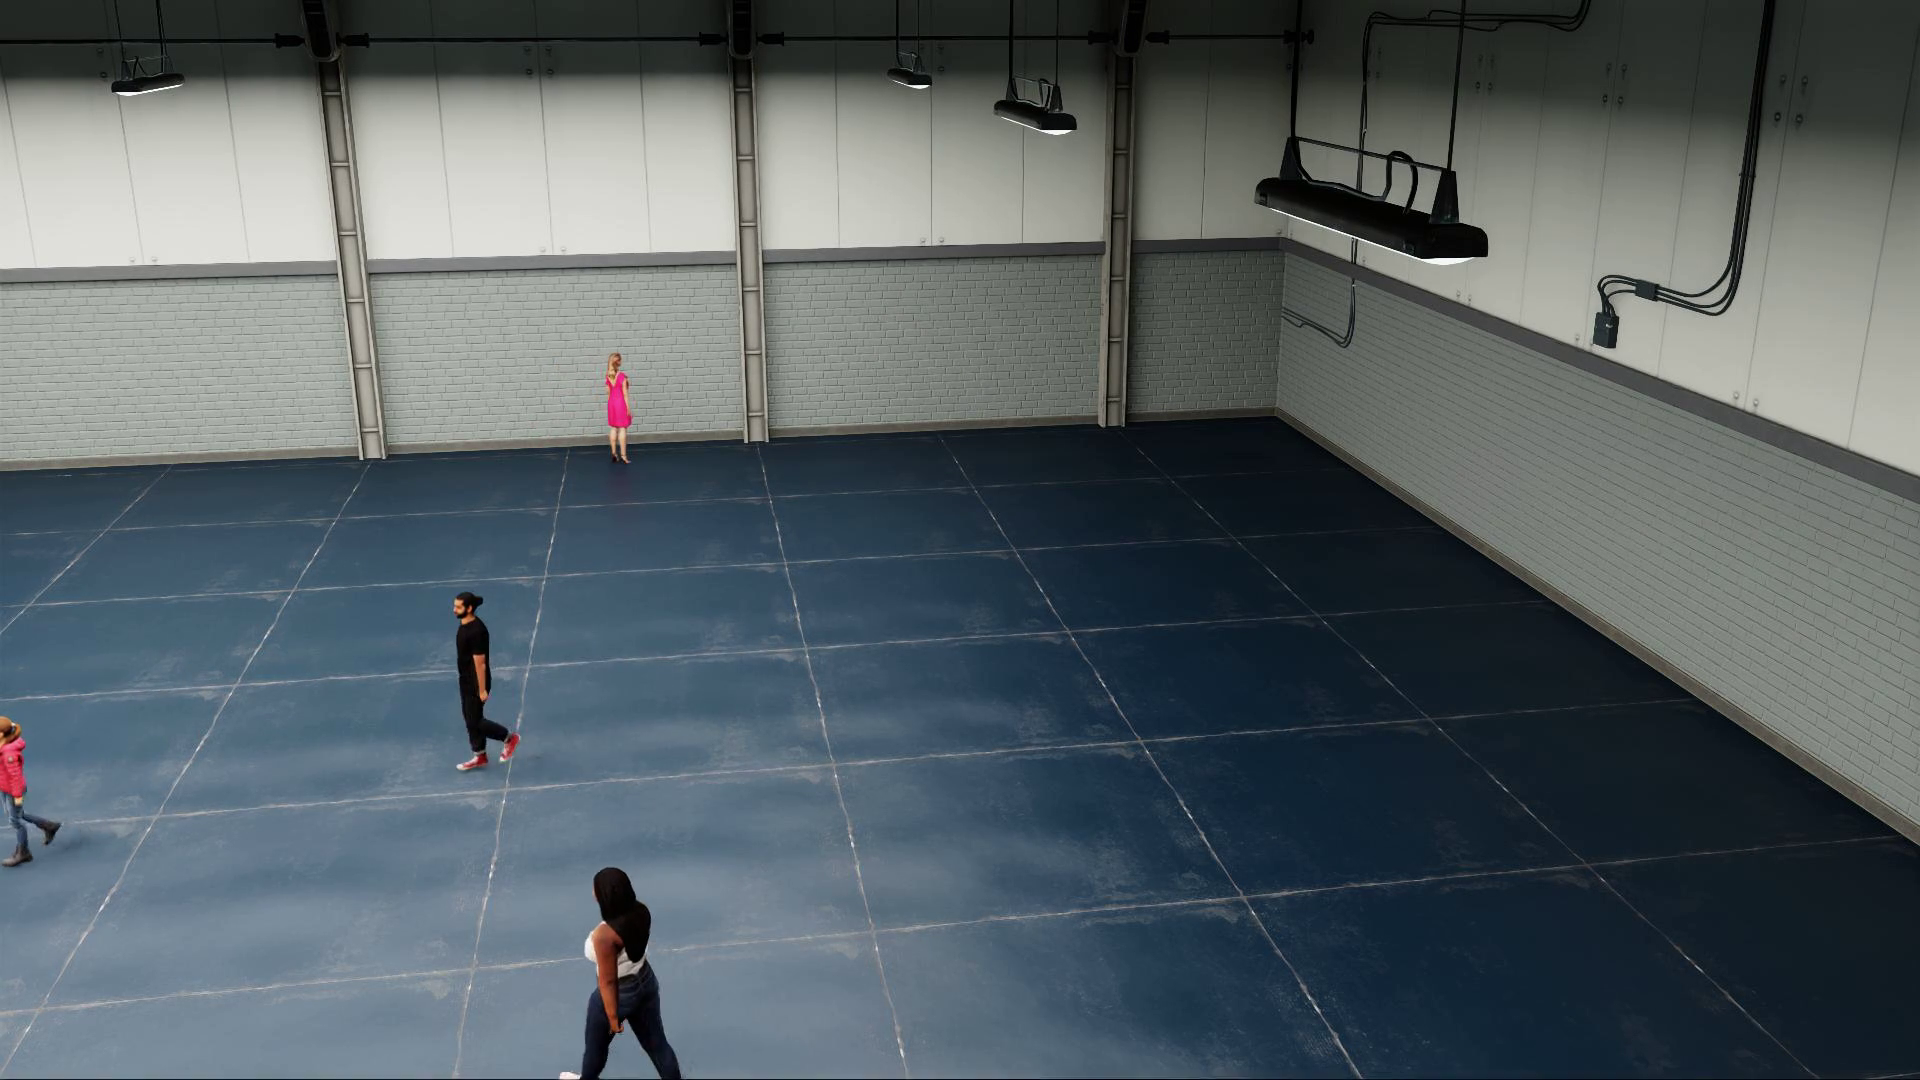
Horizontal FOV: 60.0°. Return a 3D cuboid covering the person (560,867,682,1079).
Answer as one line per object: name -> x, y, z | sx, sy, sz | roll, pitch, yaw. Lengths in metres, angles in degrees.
person -> -2.013, 2.905, 10.443 | 1.246, 1.754, 1.152 | 11, 21, 30

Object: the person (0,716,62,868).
person -> -7.773, 2.053, 13.784 | 0.818, 1.306, 0.713 | -15, 24, -39

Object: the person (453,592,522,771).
person -> -4.413, 1.293, 15.407 | 0.916, 1.746, 0.779 | -10, 21, -28

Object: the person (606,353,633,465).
person -> -5.284, -2.039, 25.670 | 0.660, 1.727, 0.723 | 12, 21, 32
